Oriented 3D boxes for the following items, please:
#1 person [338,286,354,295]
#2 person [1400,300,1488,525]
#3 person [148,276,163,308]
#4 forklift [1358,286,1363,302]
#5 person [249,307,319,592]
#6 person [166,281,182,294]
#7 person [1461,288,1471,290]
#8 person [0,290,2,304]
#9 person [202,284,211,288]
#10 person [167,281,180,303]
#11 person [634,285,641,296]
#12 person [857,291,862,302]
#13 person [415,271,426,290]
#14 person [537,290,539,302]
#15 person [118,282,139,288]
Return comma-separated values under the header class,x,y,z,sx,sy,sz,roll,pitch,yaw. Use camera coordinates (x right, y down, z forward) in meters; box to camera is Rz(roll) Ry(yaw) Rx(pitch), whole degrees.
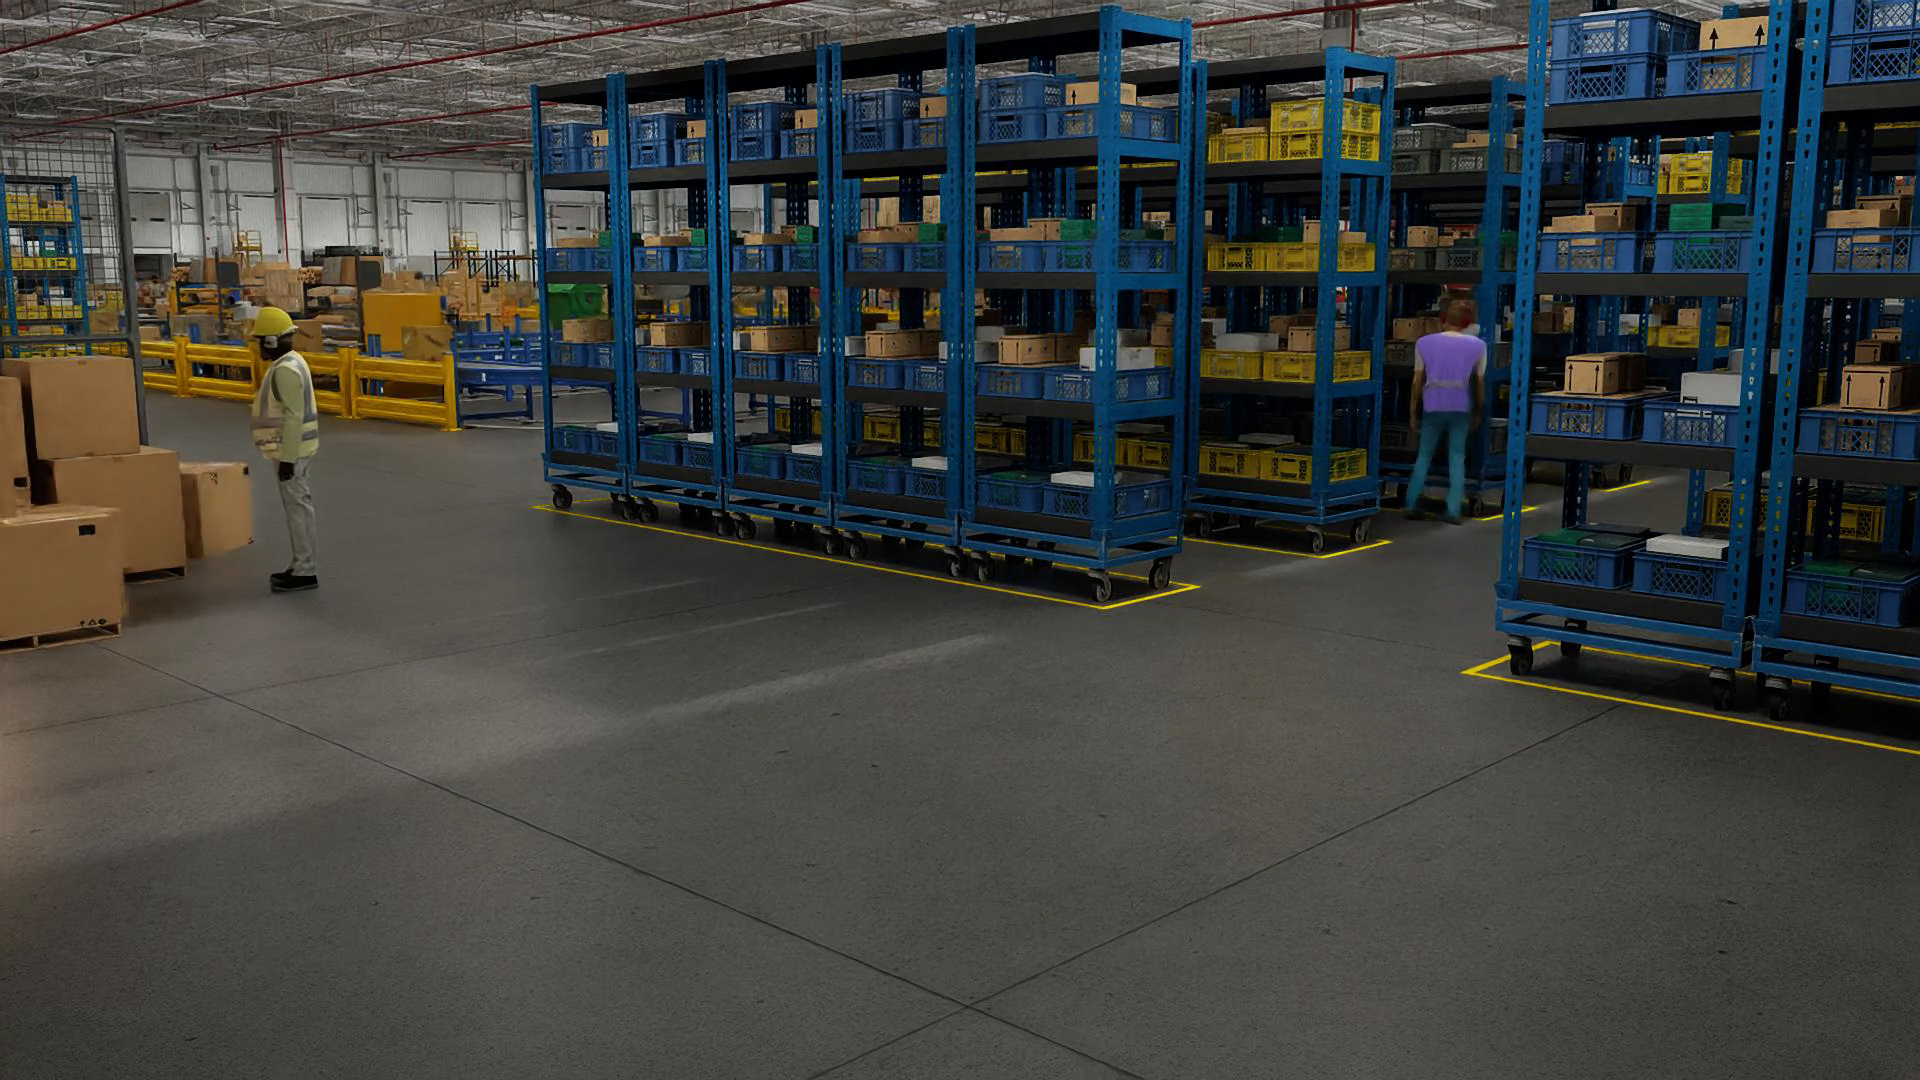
class,x,y,z,sx,sy,sz,roll,pitch,yaw
person,-18.933,-7.221,51.382,0.521,1.853,0.776,0,9,-1
person,3.922,-1.023,13.472,0.620,1.817,0.472,3,10,18
person,-28.649,-8.486,59.222,0.552,1.823,0.971,-2,10,-13
forklift,11.100,-7.017,46.970,1.873,2.768,1.129,9,13,43
person,-4.345,-0.581,10.724,0.404,1.829,0.591,-3,10,-20
person,-32.150,-9.939,68.113,0.642,1.823,0.538,0,9,1
person,20.292,-9.604,66.771,0.520,1.589,0.897,6,11,32
person,-43.417,-11.081,74.773,0.584,1.935,0.623,0,9,-2
person,-33.433,-10.961,74.133,0.827,1.913,0.635,-6,11,-33
person,-20.152,-5.789,42.845,0.310,1.768,0.533,4,10,25
person,-12.898,-9.640,66.082,0.563,1.879,1.008,5,11,29
person,-4.780,-11.738,78.828,0.611,1.932,0.949,7,11,36
person,-18.518,-8.202,56.801,0.705,2.000,0.910,5,10,28
person,-14.056,-7.913,56.141,0.625,1.679,0.540,8,12,41
person,-26.262,-7.478,52.427,0.630,2.016,0.758,0,9,3
